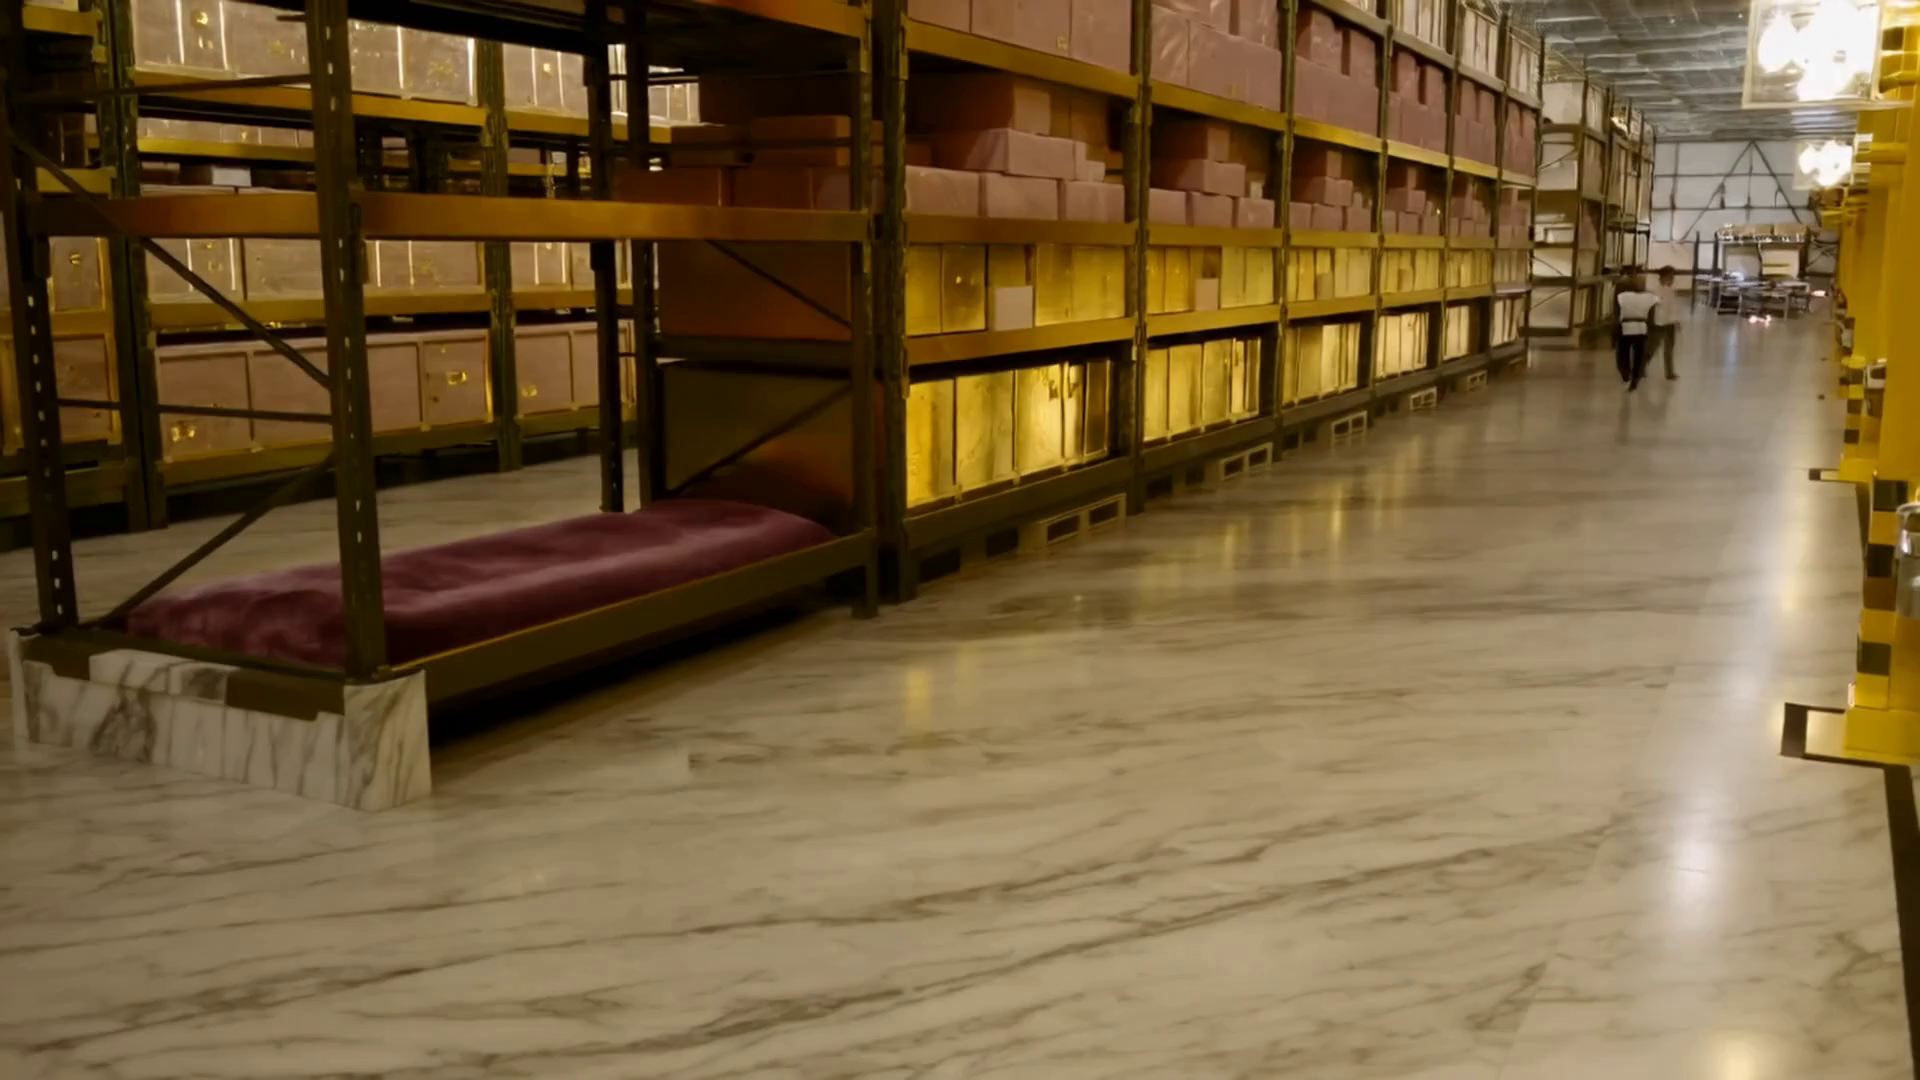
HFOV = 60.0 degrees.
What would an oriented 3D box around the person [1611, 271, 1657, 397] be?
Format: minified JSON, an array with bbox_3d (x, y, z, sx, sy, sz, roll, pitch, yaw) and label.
[{"bbox_3d":[10.214,-3.119,25.243,0.619,1.895,0.462,1,10,8],"label":"person"}]

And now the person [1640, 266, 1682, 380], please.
[{"bbox_3d":[12.160,-3.749,28.726,0.651,1.958,0.643,-5,11,-27],"label":"person"}]
